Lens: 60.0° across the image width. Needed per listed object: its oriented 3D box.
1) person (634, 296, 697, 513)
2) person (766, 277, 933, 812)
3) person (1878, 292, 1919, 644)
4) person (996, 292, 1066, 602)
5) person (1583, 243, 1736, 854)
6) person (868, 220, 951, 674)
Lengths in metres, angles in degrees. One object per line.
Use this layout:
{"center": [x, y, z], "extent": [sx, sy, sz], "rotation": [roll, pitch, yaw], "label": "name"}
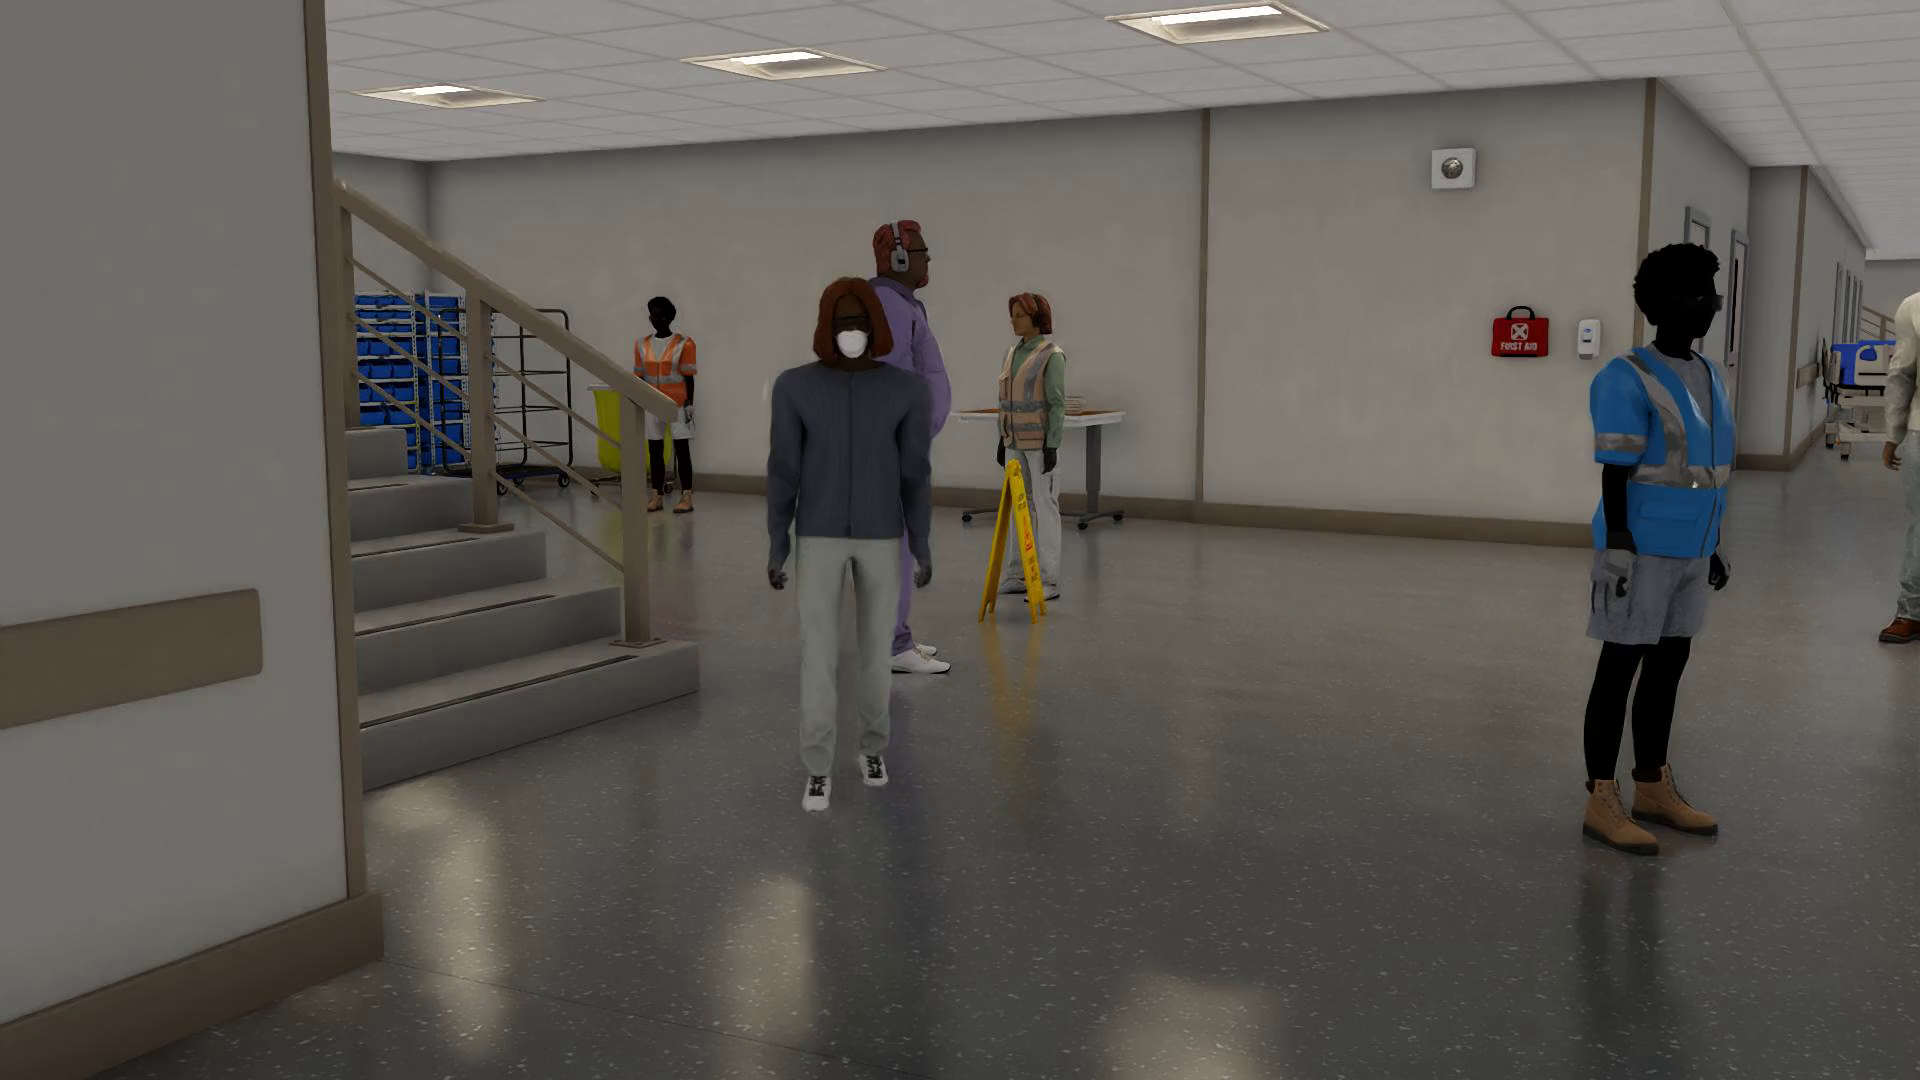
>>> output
{"center": [-2.294, -1.048, 12.963], "extent": [0.530, 1.689, 0.321], "rotation": [2, 8, 13], "label": "person"}
{"center": [-0.339, 0.009, 5.147], "extent": [0.505, 1.646, 0.365], "rotation": [-1, 8, -10], "label": "person"}
{"center": [4.512, -0.465, 7.523], "extent": [0.364, 1.939, 0.636], "rotation": [-7, 10, -44], "label": "person"}
{"center": [0.376, -0.494, 8.886], "extent": [0.308, 1.641, 0.514], "rotation": [-5, 9, -35], "label": "person"}
{"center": [1.986, 0.020, 4.710], "extent": [0.532, 1.697, 0.319], "rotation": [-5, 9, -34], "label": "person"}
{"center": [-0.240, -0.396, 7.095], "extent": [0.409, 1.913, 0.642], "rotation": [-1, 7, -9], "label": "person"}
